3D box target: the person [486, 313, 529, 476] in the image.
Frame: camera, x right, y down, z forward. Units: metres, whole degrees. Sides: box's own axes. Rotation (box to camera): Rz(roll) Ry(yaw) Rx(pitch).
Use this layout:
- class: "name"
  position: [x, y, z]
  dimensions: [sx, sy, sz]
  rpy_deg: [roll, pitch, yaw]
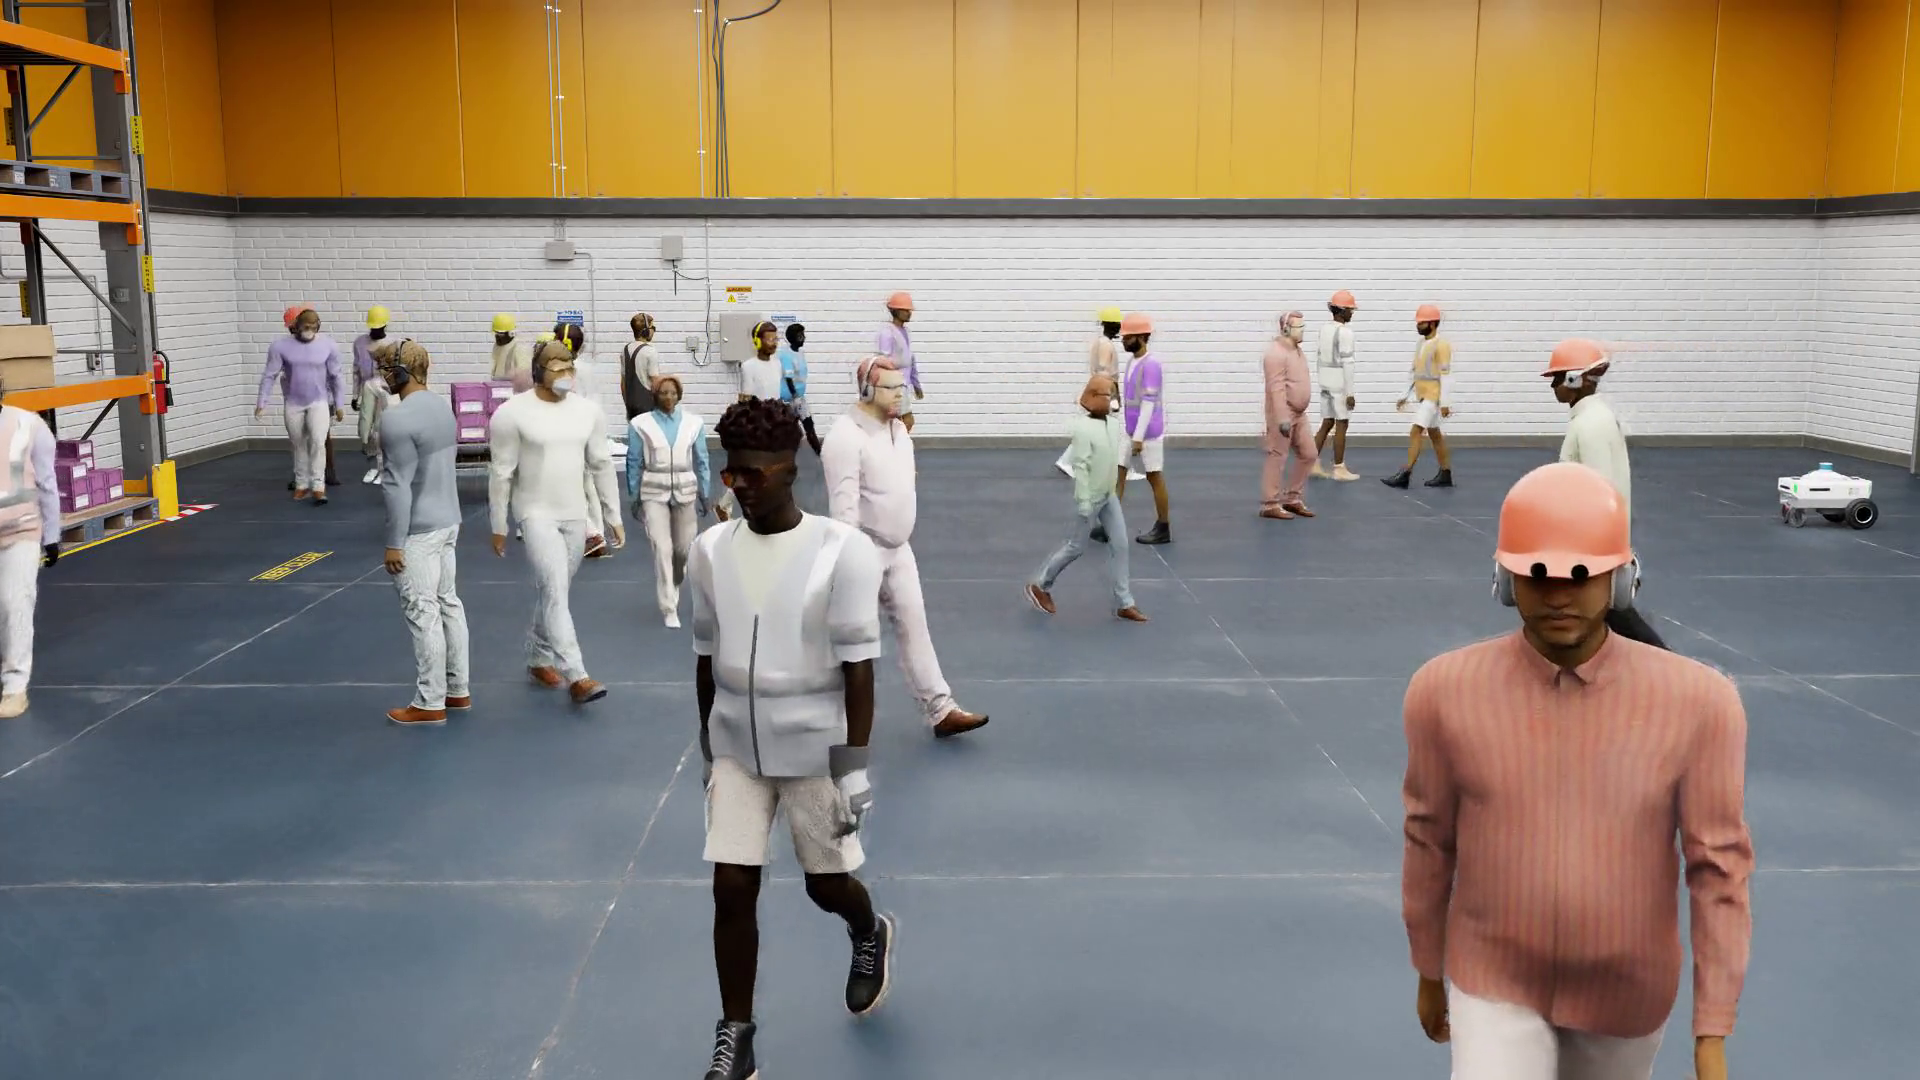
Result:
- class: "person"
  position: [-4.948, -1.565, 18.062]
  dimensions: [0.644, 1.790, 0.665]
  rpy_deg: [9, 13, 43]

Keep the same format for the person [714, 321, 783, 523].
- class: "person"
  position: [-1.723, -0.942, 14.139]
  dimensions: [0.888, 1.842, 0.538]
  rpy_deg: [7, 11, 35]

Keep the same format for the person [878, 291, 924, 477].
- class: "person"
  position: [-0.616, -1.678, 18.087]
  dimensions: [0.677, 2.020, 0.619]
  rpy_deg: [3, 10, 17]

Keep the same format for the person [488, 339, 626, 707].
- class: "person"
  position: [-2.046, -0.087, 8.675]
  dimensions: [1.007, 1.890, 0.649]
  rpy_deg: [9, 13, 44]

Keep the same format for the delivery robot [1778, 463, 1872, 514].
- class: "delivery robot"
  position: [7.603, -0.435, 14.636]
  dimensions: [0.707, 0.478, 0.477]
  rpy_deg: [0, 9, 0]

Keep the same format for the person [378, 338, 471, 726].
- class: "person"
  position: [-2.682, -0.037, 8.299]
  dimensions: [0.374, 1.932, 0.623]
  rpy_deg: [1, 9, 4]

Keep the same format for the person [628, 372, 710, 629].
- class: "person"
  position: [-1.885, -0.282, 10.732]
  dimensions: [0.517, 1.621, 0.697]
  rpy_deg: [-4, 10, -21]

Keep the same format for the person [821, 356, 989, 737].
- class: "person"
  position: [-0.385, 0.049, 7.993]
  dimensions: [1.022, 1.850, 0.678]
  rpy_deg: [5, 11, 30]

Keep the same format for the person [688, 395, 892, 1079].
- class: "person"
  position: [-0.469, 0.552, 4.655]
  dimensions: [0.617, 1.937, 0.836]
  rpy_deg: [3, 10, 20]

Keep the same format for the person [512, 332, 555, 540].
- class: "person"
  position: [-3.456, -0.846, 13.805]
  dimensions: [0.583, 1.743, 0.465]
  rpy_deg: [1, 9, 5]

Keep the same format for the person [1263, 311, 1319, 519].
- class: "person"
  position: [2.999, -1.111, 14.979]
  dimensions: [0.566, 1.888, 0.665]
  rpy_deg: [7, 12, 37]

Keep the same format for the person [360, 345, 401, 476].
- class: "person"
  position: [-4.793, -0.827, 14.027]
  dimensions: [0.537, 1.620, 0.493]
  rpy_deg: [-8, 12, -41]

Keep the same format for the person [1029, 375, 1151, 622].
- class: "person"
  position: [0.829, -0.279, 10.785]
  dimensions: [0.805, 1.602, 0.512]
  rpy_deg: [7, 11, 36]

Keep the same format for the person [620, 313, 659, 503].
- class: "person"
  position: [-3.033, -1.253, 15.990]
  dimensions: [0.514, 1.845, 0.338]
  rpy_deg: [7, 12, 37]

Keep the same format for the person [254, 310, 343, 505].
- class: "person"
  position: [-6.369, -1.275, 16.038]
  dimensions: [0.783, 1.865, 0.951]
  rpy_deg: [-2, 10, -15]

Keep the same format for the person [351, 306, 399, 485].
- class: "person"
  position: [-6.091, -1.500, 17.384]
  dimensions: [0.675, 1.881, 0.489]
  rpy_deg: [1, 9, 8]

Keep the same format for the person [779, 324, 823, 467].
- class: "person"
  position: [-1.836, -1.612, 18.773]
  dimensions: [0.888, 1.642, 0.548]
  rpy_deg: [4, 10, 21]

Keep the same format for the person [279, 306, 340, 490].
- class: "person"
  position: [-6.743, -1.462, 17.207]
  dimensions: [0.545, 1.890, 0.705]
  rpy_deg: [-1, 9, -8]

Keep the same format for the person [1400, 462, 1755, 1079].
- class: "person"
  position: [1.132, 0.805, 3.141]
  dimensions: [0.606, 1.936, 1.076]
  rpy_deg: [3, 10, 17]

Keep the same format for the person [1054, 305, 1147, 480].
- class: "person"
  position: [1.500, -1.570, 17.831]
  dimensions: [0.963, 1.890, 0.606]
  rpy_deg: [-1, 9, -4]

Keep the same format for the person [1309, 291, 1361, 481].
- class: "person"
  position: [3.999, -1.633, 17.784]
  dimensions: [0.546, 2.035, 0.639]
  rpy_deg: [-3, 10, -19]

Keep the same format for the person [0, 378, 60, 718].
- class: "person"
  position: [-4.964, -0.029, 8.576]
  dimensions: [0.630, 1.825, 0.653]
  rpy_deg: [-3, 10, -15]

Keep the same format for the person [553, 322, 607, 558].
- class: "person"
  position: [-2.965, -0.757, 12.937]
  dimensions: [0.433, 1.857, 0.504]
  rpy_deg: [1, 9, 3]

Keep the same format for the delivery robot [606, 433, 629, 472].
- class: "delivery robot"
  position: [-3.661, -0.862, 17.255]
  dimensions: [0.707, 0.478, 0.477]
  rpy_deg: [-3, 10, -16]

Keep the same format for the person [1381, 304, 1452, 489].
- class: "person"
  position: [4.726, -1.466, 17.140]
  dimensions: [0.929, 1.897, 0.566]
  rpy_deg: [-1, 9, -5]

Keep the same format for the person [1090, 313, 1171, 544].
- class: "person"
  position: [1.351, -0.887, 13.562]
  dimensions: [0.902, 1.900, 0.575]
  rpy_deg: [-3, 10, -16]

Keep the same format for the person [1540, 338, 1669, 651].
- class: "person"
  position: [3.211, -0.030, 8.243]
  dimensions: [0.979, 1.942, 0.677]
  rpy_deg: [5, 10, 27]
